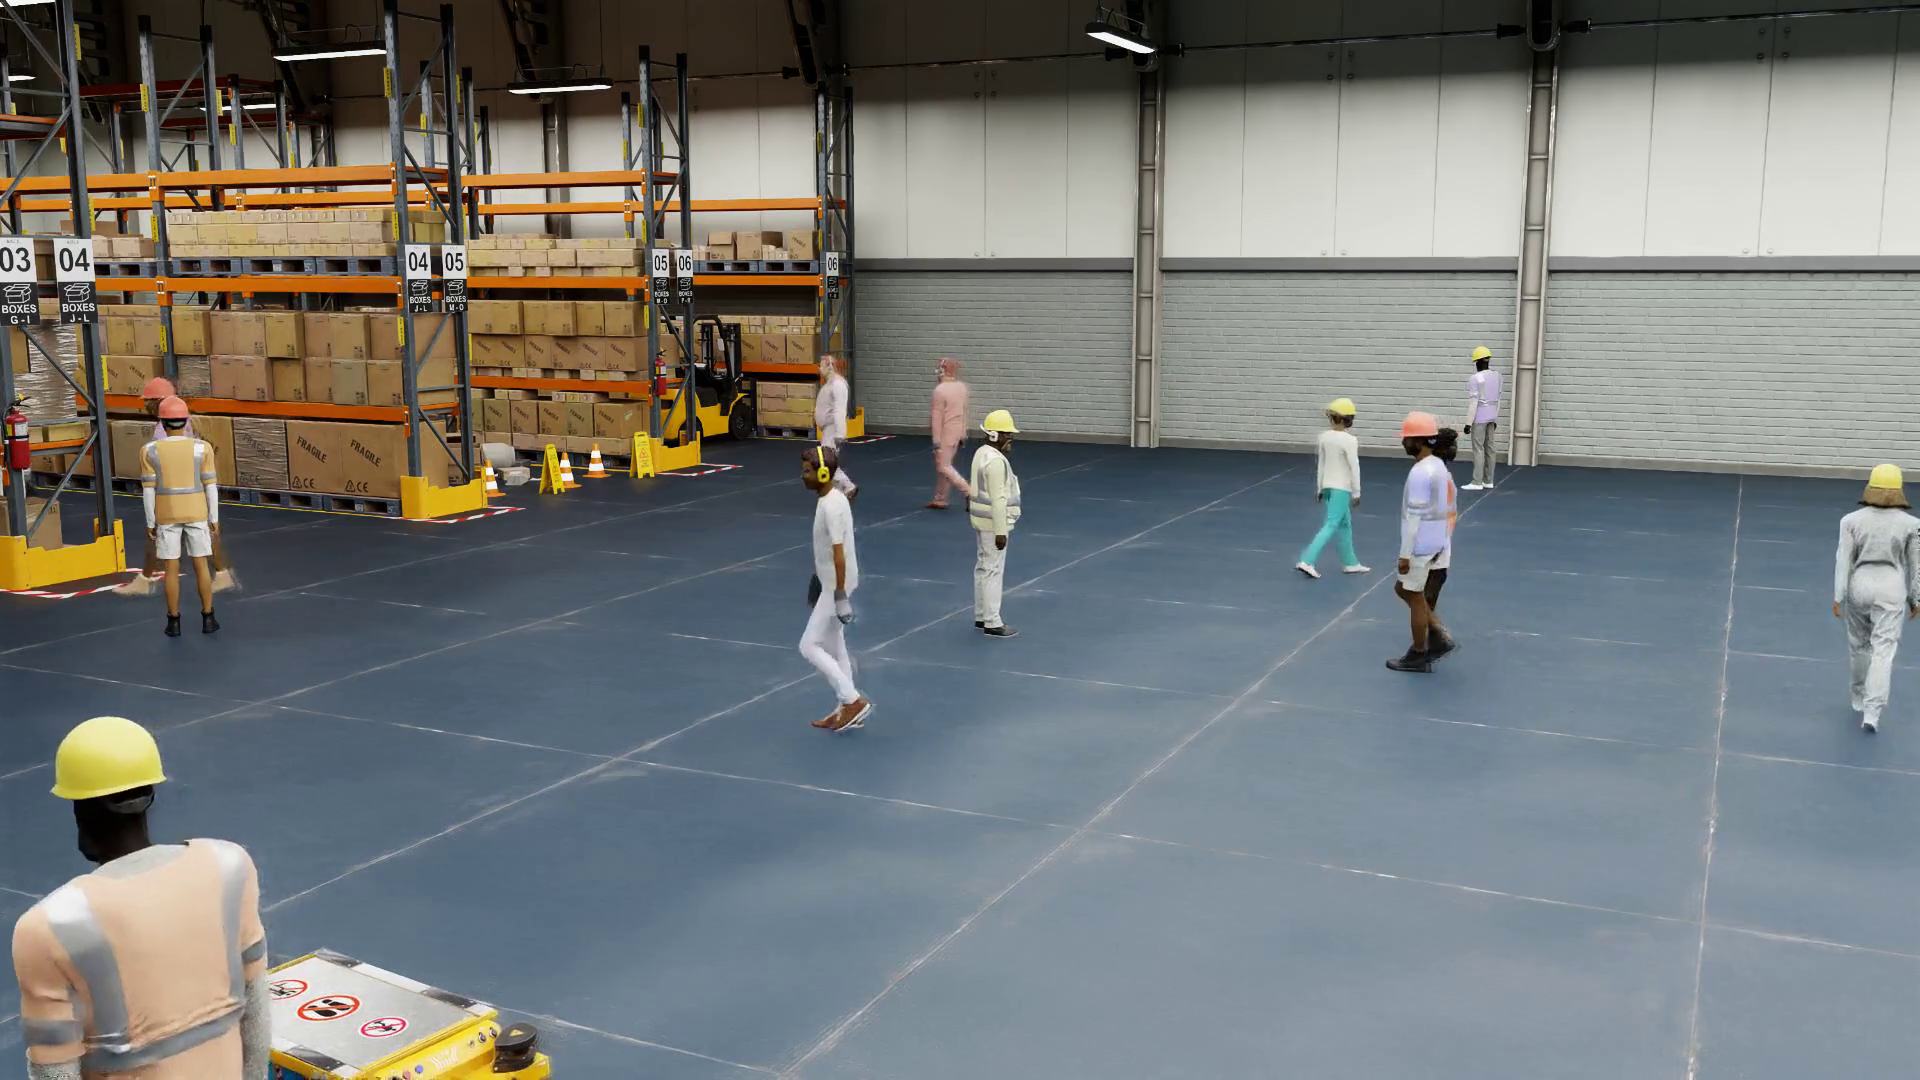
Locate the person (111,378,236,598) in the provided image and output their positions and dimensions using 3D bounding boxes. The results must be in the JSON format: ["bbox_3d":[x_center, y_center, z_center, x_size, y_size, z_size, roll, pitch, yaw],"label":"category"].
[{"bbox_3d":[-7.063,-0.457,14.888,1.042,1.992,0.627,-3,10,-19],"label":"person"}]

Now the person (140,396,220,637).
[{"bbox_3d":[-6.268,-0.190,13.397,0.552,1.936,0.360,-4,10,-25],"label":"person"}]

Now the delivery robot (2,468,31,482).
[{"bbox_3d":[-12.541,-0.918,21.797,0.707,0.478,0.477,4,10,25],"label":"delivery robot"}]

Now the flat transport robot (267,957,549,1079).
[{"bbox_3d":[-2.257,1.827,6.119,1.431,0.197,0.652,6,11,33],"label":"flat transport robot"}]

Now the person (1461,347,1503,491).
[{"bbox_3d":[6.957,-1.615,22.193,0.585,1.918,0.379,-6,11,-33],"label":"person"}]

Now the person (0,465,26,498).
[{"bbox_3d":[-11.022,-1.066,19.067,0.429,1.842,0.626,6,11,32],"label":"person"}]

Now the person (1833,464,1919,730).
[{"bbox_3d":[5.950,0.353,10.792,0.493,1.701,0.911,6,11,30],"label":"person"}]

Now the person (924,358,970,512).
[{"bbox_3d":[-0.109,-1.270,20.193,0.787,1.884,0.650,6,11,31],"label":"person"}]

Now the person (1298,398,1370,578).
[{"bbox_3d":[3.594,-0.497,15.925,0.861,1.731,0.530,-4,10,-21],"label":"person"}]

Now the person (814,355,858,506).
[{"bbox_3d":[-1.588,-1.323,20.476,0.442,1.897,0.661,-3,10,-16],"label":"person"}]

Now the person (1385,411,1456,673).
[{"bbox_3d":[3.331,0.026,12.102,0.412,1.923,0.569,5,10,27],"label":"person"}]

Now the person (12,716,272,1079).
[{"bbox_3d":[-1.839,1.371,3.939,0.708,1.909,0.599,6,11,32],"label":"person"}]

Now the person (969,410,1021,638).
[{"bbox_3d":[0.285,-0.132,13.367,0.403,1.828,0.593,-2,9,-11],"label":"person"}]

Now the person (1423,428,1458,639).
[{"bbox_3d":[3.802,-0.057,13.296,0.319,1.692,0.543,1,9,9],"label":"person"}]

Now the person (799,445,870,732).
[{"bbox_3d":[-0.837,0.318,10.554,0.416,1.848,0.542,0,9,2],"label":"person"}]
